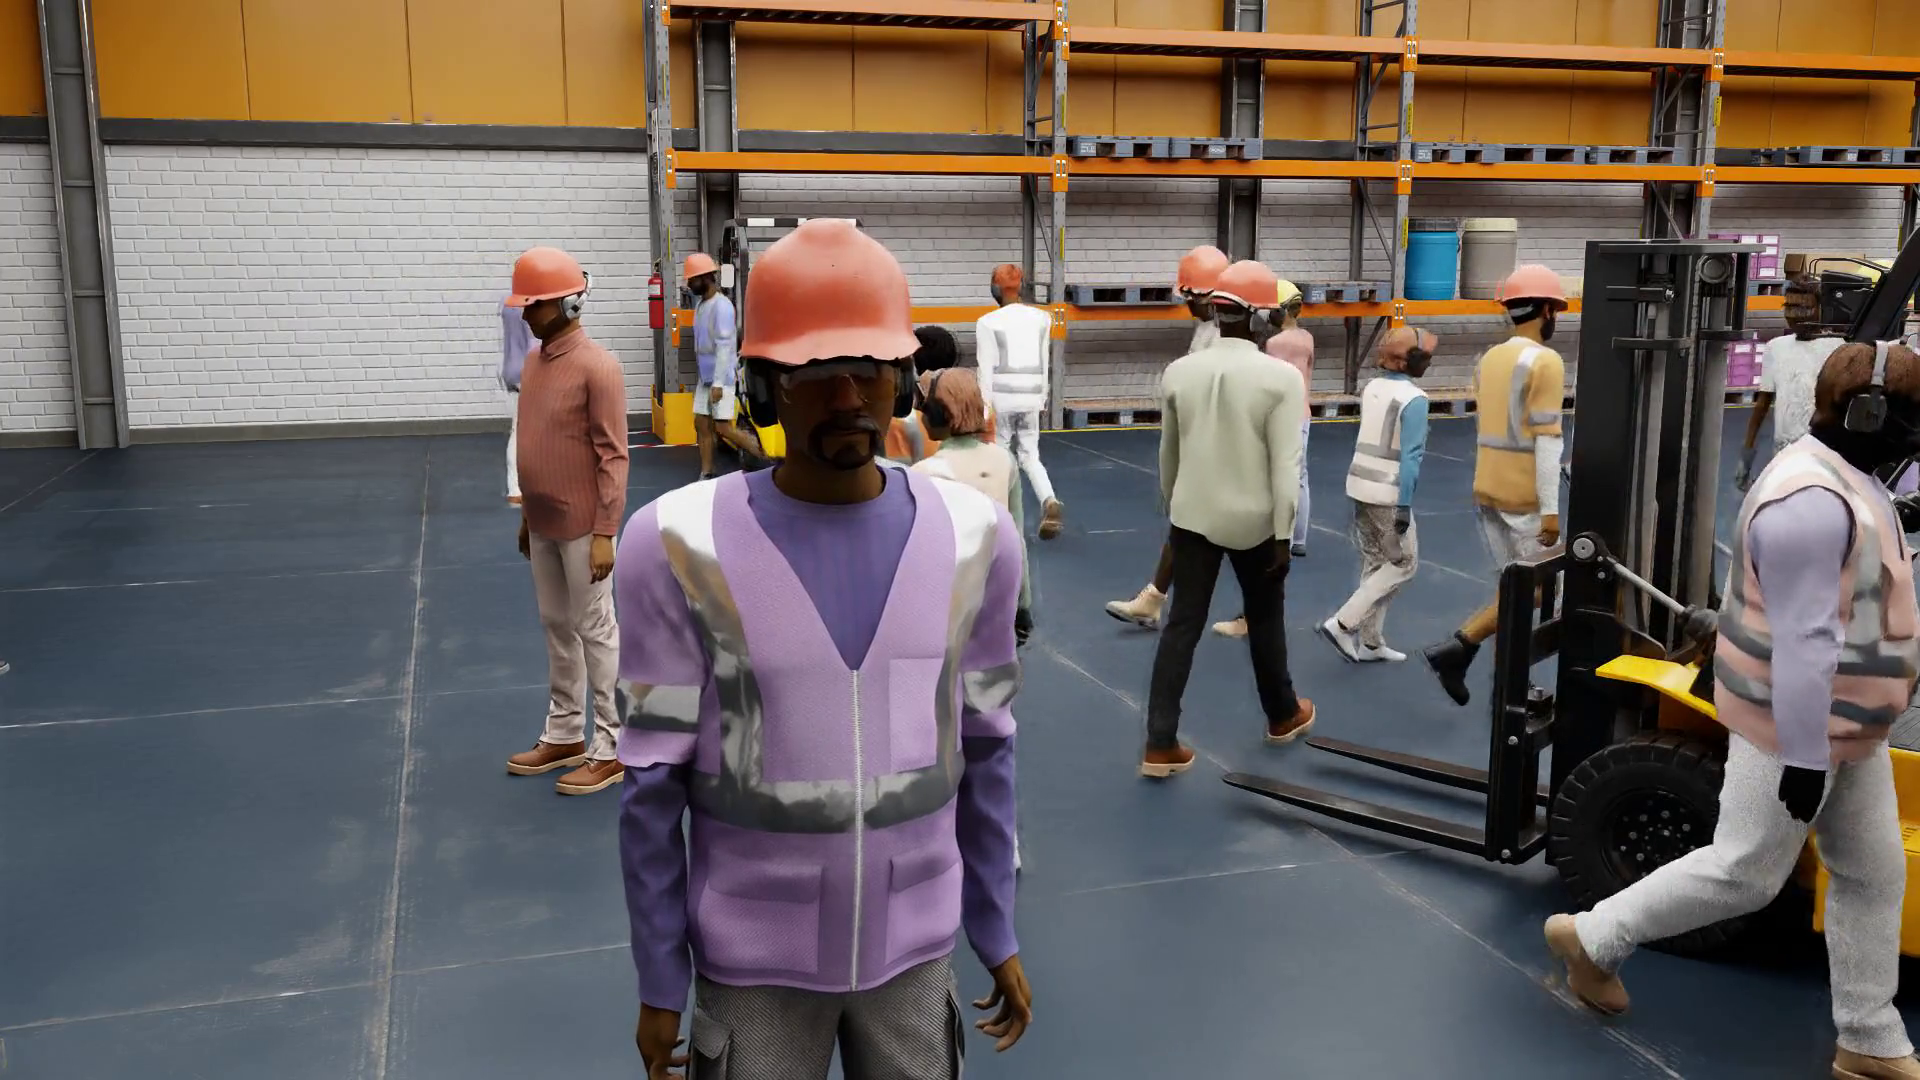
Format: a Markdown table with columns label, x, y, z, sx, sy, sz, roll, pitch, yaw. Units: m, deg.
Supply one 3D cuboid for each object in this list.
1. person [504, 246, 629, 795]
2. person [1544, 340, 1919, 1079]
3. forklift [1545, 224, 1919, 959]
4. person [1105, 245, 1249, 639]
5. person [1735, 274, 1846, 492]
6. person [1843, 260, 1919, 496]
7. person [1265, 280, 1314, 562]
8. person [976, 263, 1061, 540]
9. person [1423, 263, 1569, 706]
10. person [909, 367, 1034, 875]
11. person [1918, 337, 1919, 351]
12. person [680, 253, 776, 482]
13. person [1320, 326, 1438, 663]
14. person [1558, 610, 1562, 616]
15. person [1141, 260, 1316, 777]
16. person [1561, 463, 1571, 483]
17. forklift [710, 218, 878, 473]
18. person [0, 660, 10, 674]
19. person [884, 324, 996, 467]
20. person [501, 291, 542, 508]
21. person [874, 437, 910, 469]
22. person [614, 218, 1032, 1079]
| label | x | y | z | sx | sy | sz | roll | pitch | yaw |
| --- | --- | --- | --- | --- | --- | --- | --- | --- | --- |
| person | -1.447 | -0.068 | 6.092 | 0.391 | 1.988 | 0.611 | -10 | 14 | -43 |
| person | 1.947 | 0.415 | 3.986 | 0.897 | 1.798 | 0.624 | 9 | 13 | 39 |
| forklift | 2.909 | 0.117 | 4.508 | 2.313 | 2.155 | 1.214 | 9 | 14 | 40 |
| person | 1.184 | -0.451 | 8.231 | 0.906 | 1.974 | 0.637 | -1 | 10 | -5 |
| person | 4.146 | -0.392 | 8.286 | 0.717 | 1.833 | 0.587 | -5 | 11 | -24 |
| person | 3.694 | -0.168 | 6.795 | 0.364 | 1.930 | 0.588 | 8 | 13 | 39 |
| person | 2.011 | -0.737 | 10.388 | 0.325 | 1.760 | 0.523 | 8 | 13 | 36 |
| person | 0.387 | -0.877 | 10.882 | 0.562 | 1.861 | 0.713 | -5 | 11 | -25 |
| person | 2.277 | -0.189 | 6.960 | 0.587 | 1.914 | 0.587 | -2 | 11 | -10 |
| person | -0.081 | 0.248 | 5.377 | 0.787 | 1.603 | 0.536 | 8 | 13 | 37 |
| person | 8.657 | -1.556 | 14.505 | 0.527 | 1.888 | 0.655 | -5 | 11 | -26 |
| person | -1.833 | -1.287 | 13.016 | 0.728 | 1.903 | 0.552 | -7 | 13 | -35 |
| person | 1.963 | -0.190 | 7.783 | 0.472 | 1.620 | 0.521 | -3 | 11 | -16 |
| person | 3.398 | -0.484 | 8.762 | 0.417 | 1.846 | 0.734 | 4 | 11 | 19 |
| person | 1.034 | -0.087 | 6.378 | 0.633 | 1.936 | 1.038 | 7 | 12 | 33 |
| person | 4.917 | -1.152 | 12.675 | 0.502 | 1.748 | 0.541 | 1 | 10 | 5 |
| forklift | -1.522 | -1.778 | 14.899 | 1.214 | 2.155 | 2.313 | -3 | 11 | -17 |
| person | -4.672 | -0.271 | 7.668 | 0.403 | 1.824 | 0.599 | -8 | 13 | -37 |
| person | -0.046 | -0.065 | 6.971 | 0.543 | 1.667 | 0.792 | -5 | 11 | -25 |
| person | -3.141 | -1.188 | 12.497 | 0.733 | 1.895 | 0.689 | -8 | 13 | -37 |
| person | -0.340 | 0.297 | 5.089 | 0.532 | 1.621 | 0.394 | -4 | 11 | -19 |
| person | -0.179 | 0.573 | 2.419 | 0.605 | 2.045 | 0.377 | -4 | 11 | -20 |
